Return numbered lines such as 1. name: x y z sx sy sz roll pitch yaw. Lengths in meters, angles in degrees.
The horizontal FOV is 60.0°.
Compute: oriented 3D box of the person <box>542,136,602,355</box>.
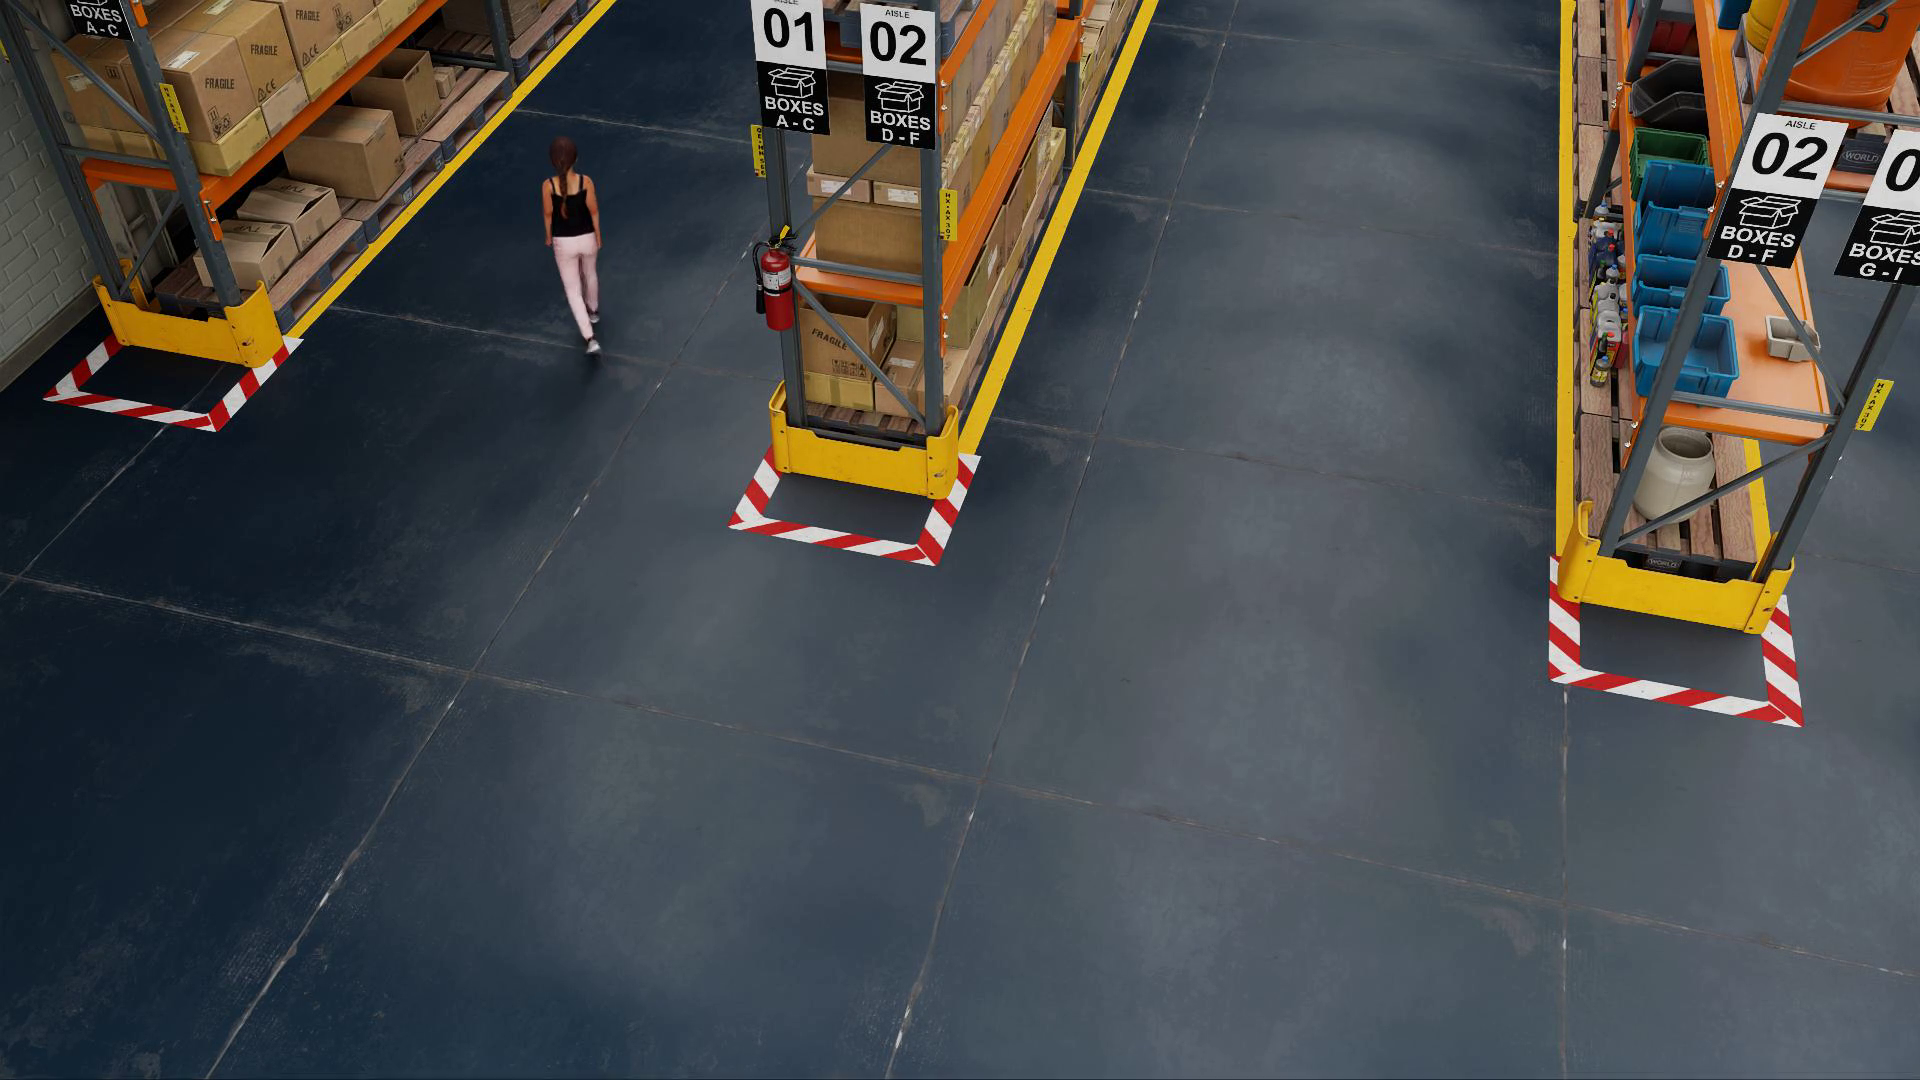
1. person: -2.592 -1.963 11.218 0.908 1.538 1.051 -16 45 -16
